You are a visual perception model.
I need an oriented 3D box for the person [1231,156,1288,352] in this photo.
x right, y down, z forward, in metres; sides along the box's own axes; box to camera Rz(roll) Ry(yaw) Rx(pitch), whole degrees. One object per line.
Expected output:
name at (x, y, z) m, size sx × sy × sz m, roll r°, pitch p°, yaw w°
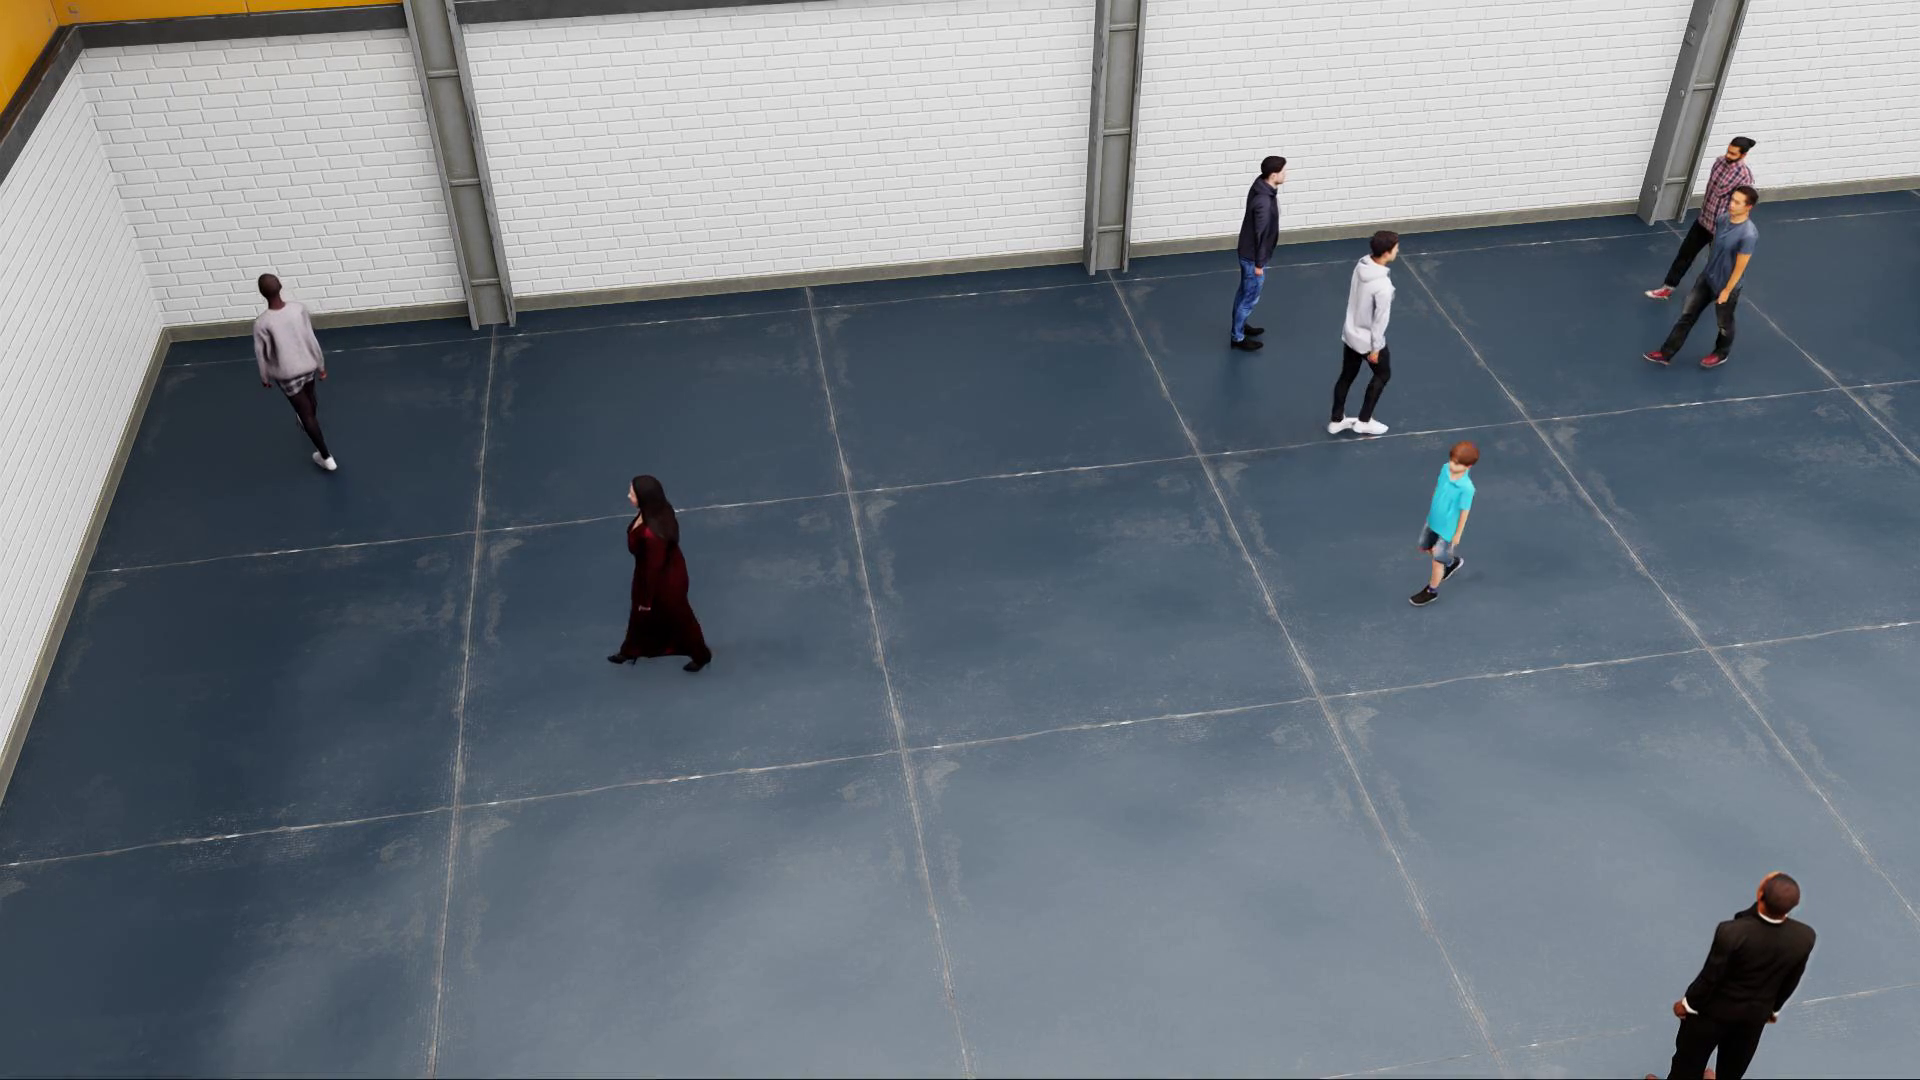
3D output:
person at (2.650, -2.600, 14.996) m, size 0.655 × 1.888 × 0.710 m, roll 2°, pitch 39°, yaw 2°

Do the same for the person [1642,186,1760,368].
person at (6.814, -2.295, 14.701) m, size 1.087 × 1.778 × 0.756 m, roll -12°, pitch 40°, yaw -14°

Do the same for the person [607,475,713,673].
person at (-1.965, 0.265, 11.538) m, size 0.968 × 1.725 × 0.698 m, roll -8°, pitch 39°, yaw -10°

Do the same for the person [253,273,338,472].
person at (-5.357, -1.333, 13.524) m, size 1.046 × 1.745 × 1.047 m, roll 31°, pitch 48°, yaw 33°

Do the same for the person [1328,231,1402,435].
person at (3.284, -1.685, 13.828) m, size 0.764 × 1.914 × 0.757 m, roll -15°, pitch 41°, yaw -18°

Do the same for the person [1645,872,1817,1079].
person at (4.042, 2.419, 8.698) m, size 0.619 × 1.904 × 0.790 m, roll 1°, pitch 39°, yaw 1°

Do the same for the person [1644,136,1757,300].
person at (7.172, -2.997, 15.616) m, size 1.036 × 1.735 × 0.823 m, roll -13°, pitch 40°, yaw -15°

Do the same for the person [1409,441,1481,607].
person at (3.647, -0.155, 12.292) m, size 0.747 × 1.441 × 0.593 m, roll -13°, pitch 40°, yaw -15°
